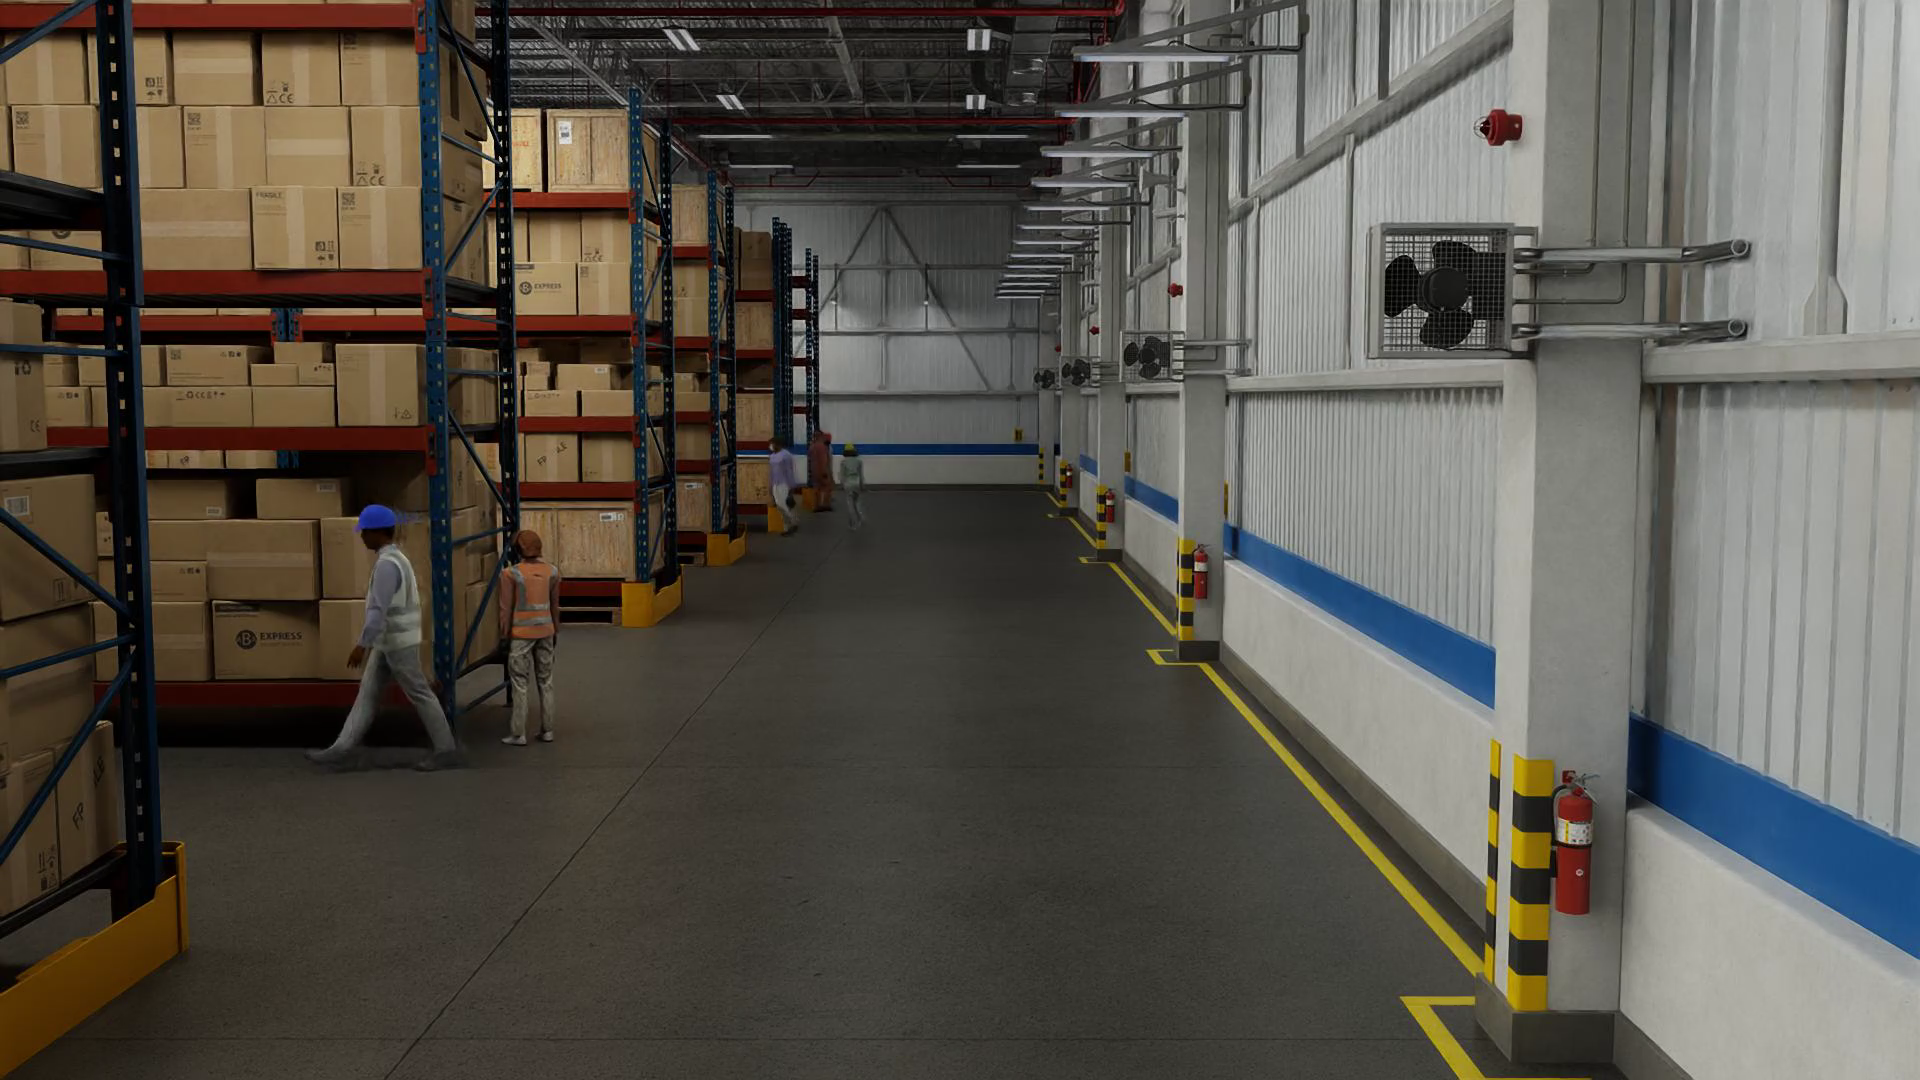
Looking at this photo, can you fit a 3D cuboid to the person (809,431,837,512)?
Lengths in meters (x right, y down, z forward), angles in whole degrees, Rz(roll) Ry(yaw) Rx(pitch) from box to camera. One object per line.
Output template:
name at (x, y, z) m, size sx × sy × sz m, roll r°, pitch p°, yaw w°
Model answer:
person at (-3.129, -1.559, 37.947) m, size 0.599 × 1.869 × 0.677 m, roll -4°, pitch 6°, yaw -35°

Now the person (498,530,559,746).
person at (-3.243, 0.734, 12.555) m, size 0.321 × 1.630 × 0.521 m, roll 4°, pitch 7°, yaw 41°

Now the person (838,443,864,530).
person at (-2.172, -1.065, 33.033) m, size 0.495 × 1.714 × 0.586 m, roll -3°, pitch 6°, yaw -32°

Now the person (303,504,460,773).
person at (-3.992, 0.698, 11.529) m, size 1.046 × 1.882 × 0.603 m, roll -2°, pitch 5°, yaw -20°

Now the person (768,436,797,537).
person at (-3.365, -1.000, 31.113) m, size 0.432 × 1.908 × 0.660 m, roll -4°, pitch 6°, yaw -40°

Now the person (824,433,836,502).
person at (-3.318, -1.807, 41.532) m, size 0.397 × 1.737 × 0.575 m, roll 4°, pitch 6°, yaw 37°
